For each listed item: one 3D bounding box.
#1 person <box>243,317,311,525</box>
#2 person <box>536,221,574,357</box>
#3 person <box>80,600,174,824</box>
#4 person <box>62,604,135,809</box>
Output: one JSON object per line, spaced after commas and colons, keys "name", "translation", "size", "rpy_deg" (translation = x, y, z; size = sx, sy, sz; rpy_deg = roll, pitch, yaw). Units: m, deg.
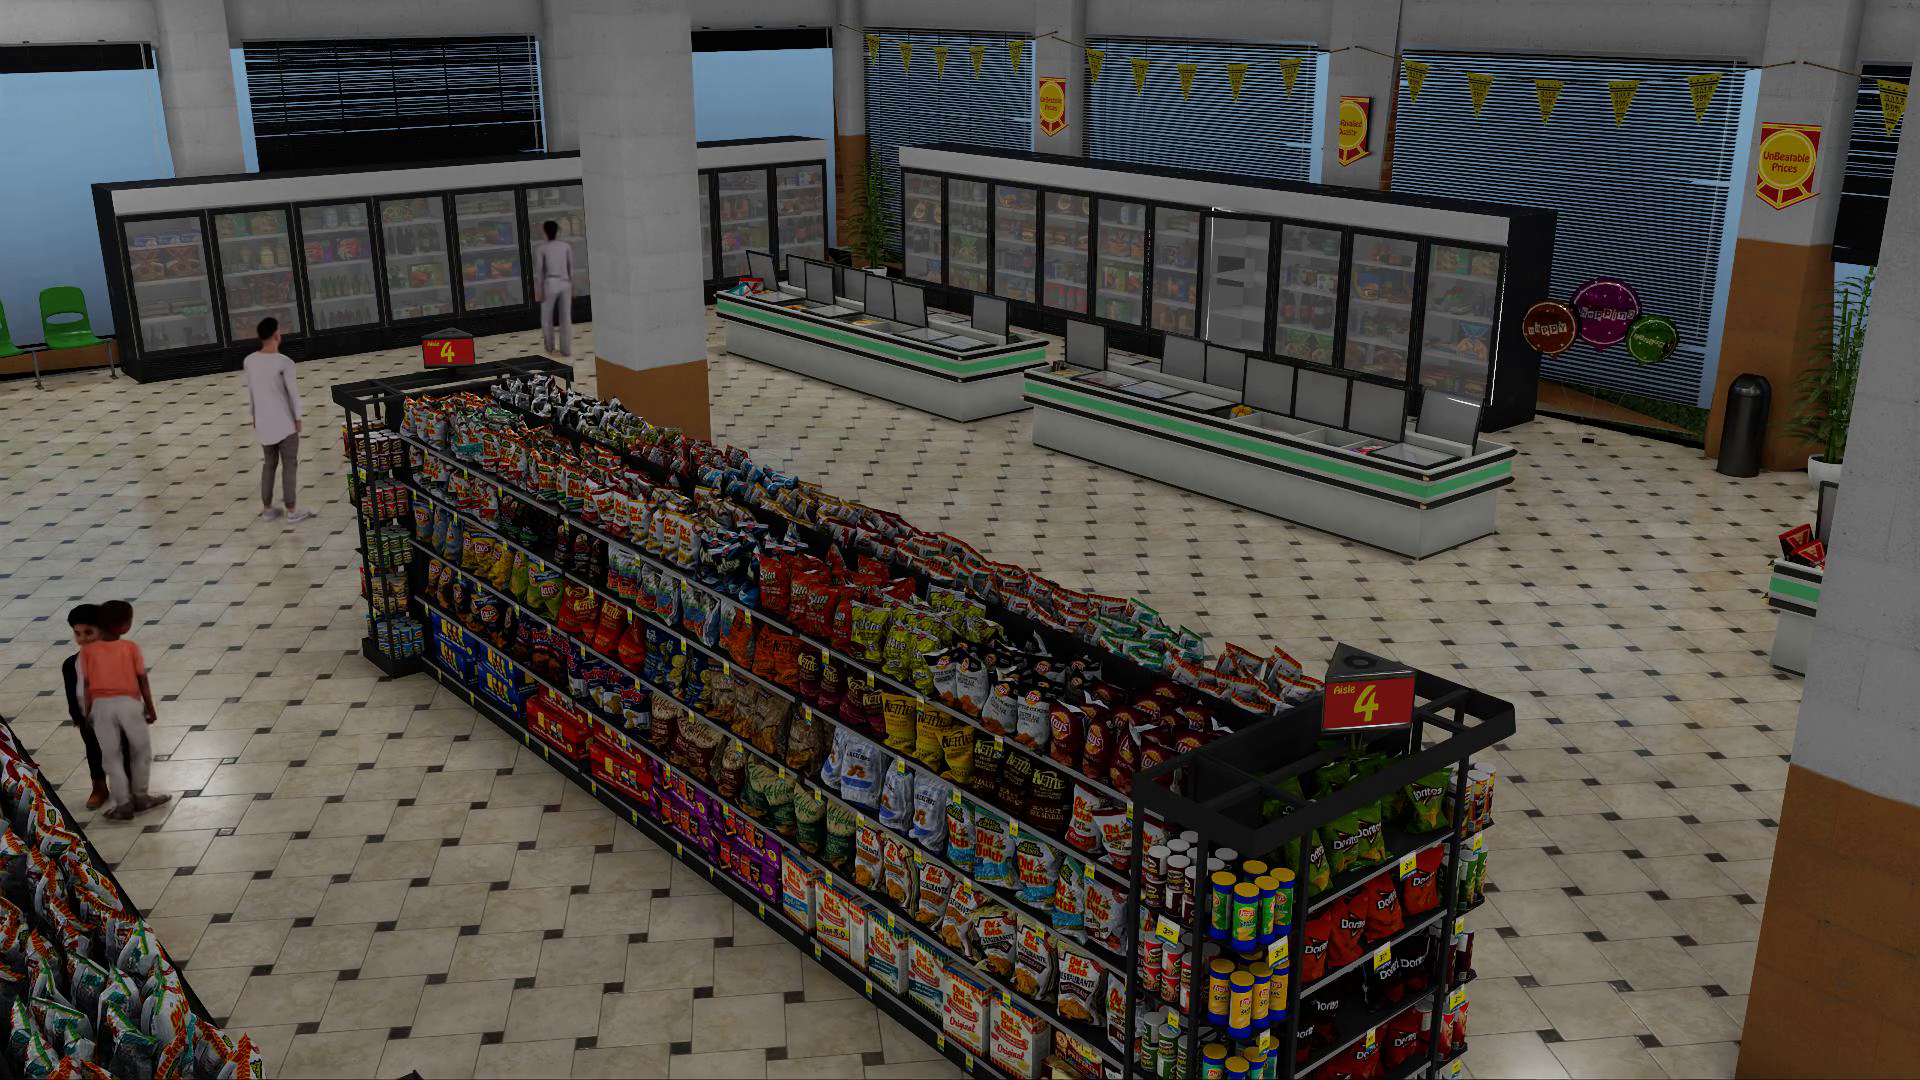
{"name": "person", "translation": [-6.082, -1.052, 14.736], "size": [0.722, 1.830, 0.815], "rpy_deg": [4, 19, 12]}
{"name": "person", "translation": [-5.141, -3.205, 21.293], "size": [0.774, 1.720, 0.896], "rpy_deg": [-8, 20, -22]}
{"name": "person", "translation": [-4.836, 0.988, 9.534], "size": [0.613, 1.289, 0.642], "rpy_deg": [-12, 22, -31]}
{"name": "person", "translation": [-5.025, 0.955, 9.726], "size": [0.580, 1.227, 0.608], "rpy_deg": [-5, 19, -14]}
